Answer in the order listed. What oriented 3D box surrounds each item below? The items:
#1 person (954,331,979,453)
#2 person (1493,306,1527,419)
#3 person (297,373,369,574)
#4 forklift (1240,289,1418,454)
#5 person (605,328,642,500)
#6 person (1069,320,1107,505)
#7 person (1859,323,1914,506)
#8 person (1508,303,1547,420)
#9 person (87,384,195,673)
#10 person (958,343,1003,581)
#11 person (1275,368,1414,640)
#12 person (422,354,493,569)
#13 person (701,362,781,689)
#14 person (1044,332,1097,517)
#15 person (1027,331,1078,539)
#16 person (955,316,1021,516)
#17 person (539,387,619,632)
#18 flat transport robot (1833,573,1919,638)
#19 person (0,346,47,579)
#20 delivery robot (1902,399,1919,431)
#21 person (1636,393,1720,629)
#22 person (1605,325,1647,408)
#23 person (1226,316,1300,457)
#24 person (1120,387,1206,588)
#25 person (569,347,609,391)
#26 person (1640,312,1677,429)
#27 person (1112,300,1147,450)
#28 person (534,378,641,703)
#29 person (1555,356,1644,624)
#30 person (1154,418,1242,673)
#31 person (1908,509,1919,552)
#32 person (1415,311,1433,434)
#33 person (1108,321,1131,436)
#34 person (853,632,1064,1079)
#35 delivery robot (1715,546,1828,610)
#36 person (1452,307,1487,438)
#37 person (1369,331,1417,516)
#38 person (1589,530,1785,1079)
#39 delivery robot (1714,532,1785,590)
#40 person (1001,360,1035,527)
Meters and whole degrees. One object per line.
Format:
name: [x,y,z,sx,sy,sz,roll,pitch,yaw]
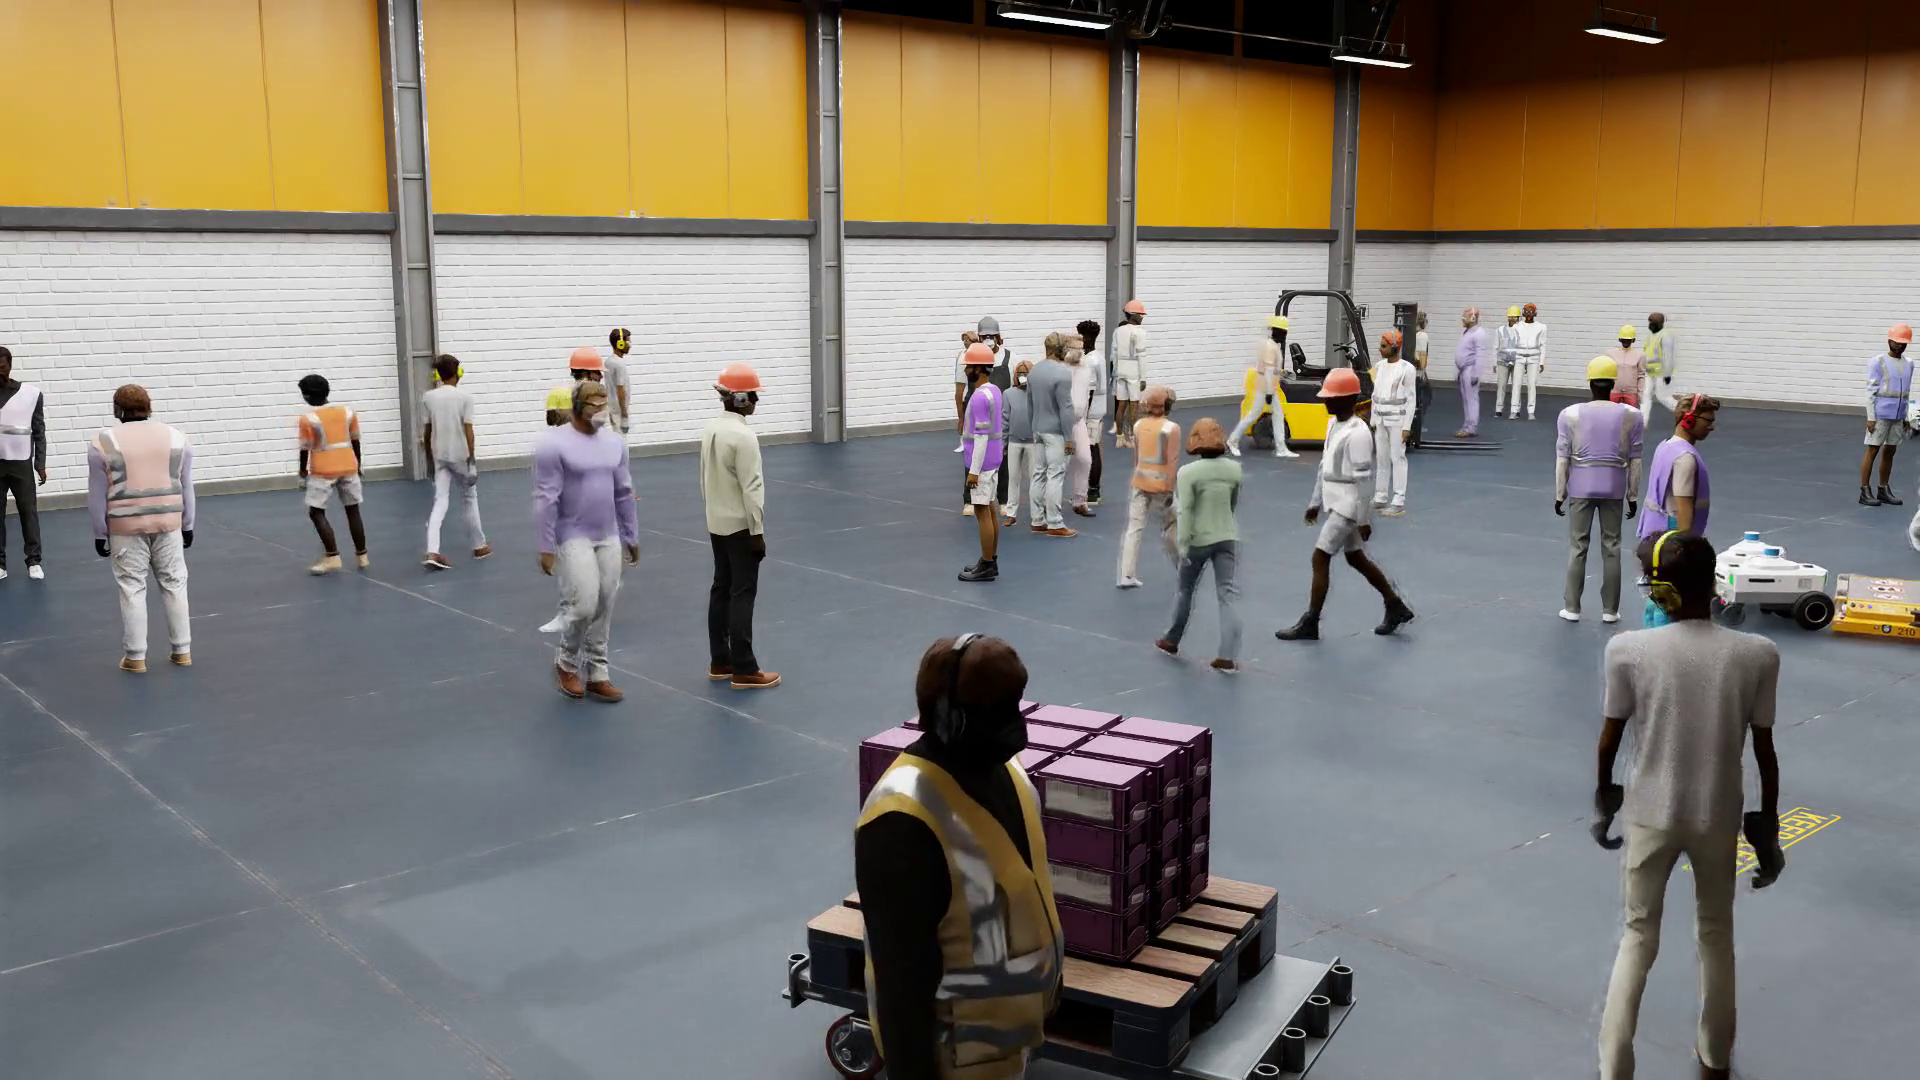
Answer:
person: [0.152,-1.968,22.235,0.516,1.640,0.314,8,12,38]
person: [8.954,-2.881,27.018,0.590,1.833,0.404,4,11,23]
person: [-5.218,-0.551,13.852,0.325,1.674,0.586,7,12,36]
forklift: [5.034,-2.339,22.783,2.313,2.155,1.214,3,10,16]
person: [-3.670,-1.355,18.021,0.327,1.856,0.514,-4,11,-23]
person: [1.367,-1.353,17.677,0.365,1.965,0.608,3,10,15]
person: [9.831,-1.319,17.583,0.542,1.931,0.375,-3,10,-14]
person: [9.140,-2.875,26.836,0.576,1.882,0.355,3,10,18]
person: [-5.199,-0.074,10.594,0.630,1.836,0.430,-9,13,-42]
person: [0.161,-0.628,13.519,0.357,1.938,0.542,2,10,12]
person: [2.706,-0.241,11.419,0.974,1.893,0.546,0,10,-3]
person: [-4.352,-0.673,14.186,0.543,1.817,0.994,2,10,10]
person: [-1.355,-0.089,10.199,0.396,1.990,0.624,-7,12,-34]
person: [1.098,-1.147,16.770,0.656,1.872,0.739,-6,11,-30]
person: [0.861,-0.985,15.606,0.353,1.936,0.635,-6,11,-30]
person: [0.294,-1.251,16.863,0.685,2.000,0.538,0,10,0]
person: [-2.722,-0.227,11.751,0.568,1.726,0.500,-7,12,-34]
flat transport robot: [6.691,0.462,12.008,0.652,0.197,1.431,5,11,28]
person: [-7.756,-0.624,13.547,0.593,1.921,0.391,-4,10,-22]
delivery robot: [13.805,-1.803,24.165,0.477,0.478,0.707,1,10,4]
person: [4.223,0.048,9.853,0.394,1.837,0.563,2,10,12]
person: [8.533,-1.885,21.407,0.524,1.760,0.326,3,10,17]
person: [3.990,-2.023,21.899,0.972,1.869,0.604,4,10,22]
person: [1.598,-0.416,13.273,0.851,1.594,0.519,-8,13,-41]
person: [-2.895,-0.535,12.976,0.364,1.934,0.552,-3,10,-17]
person: [10.667,-2.554,25.213,0.797,1.807,0.656,-1,10,-9]
person: [2.342,-2.250,22.713,0.395,2.040,0.609,-7,12,-35]
person: [-2.166,0.011,9.785,0.420,1.928,0.660,8,12,37]
person: [4.571,-0.355,11.945,0.587,1.929,0.361,3,10,14]
person: [1.554,0.017,10.731,0.497,1.595,0.796,-4,10,-21]
person: [8.597,-0.628,14.459,0.513,1.612,0.746,1,10,5]
person: [6.796,-2.470,24.613,0.476,1.829,0.532,-4,10,-21]
person: [2.435,-2.383,24.510,0.531,1.692,0.320,6,11,30]
person: [0.012,1.102,3.674,0.429,1.840,0.633,4,10,21]
delivery robot: [5.798,0.289,11.915,0.707,0.478,0.477,0,10,3]
person: [7.413,-2.445,24.258,0.402,1.906,0.648,0,10,1]
person: [4.387,-1.187,16.946,0.360,1.884,0.574,-5,11,-25]
person: [2.249,0.872,5.126,0.568,1.832,0.644,3,10,18]
delivery robot: [5.957,0.181,12.550,0.477,0.478,0.707,8,13,39]
person: [0.633,-0.929,16.167,0.498,1.634,0.283,3,10,15]
